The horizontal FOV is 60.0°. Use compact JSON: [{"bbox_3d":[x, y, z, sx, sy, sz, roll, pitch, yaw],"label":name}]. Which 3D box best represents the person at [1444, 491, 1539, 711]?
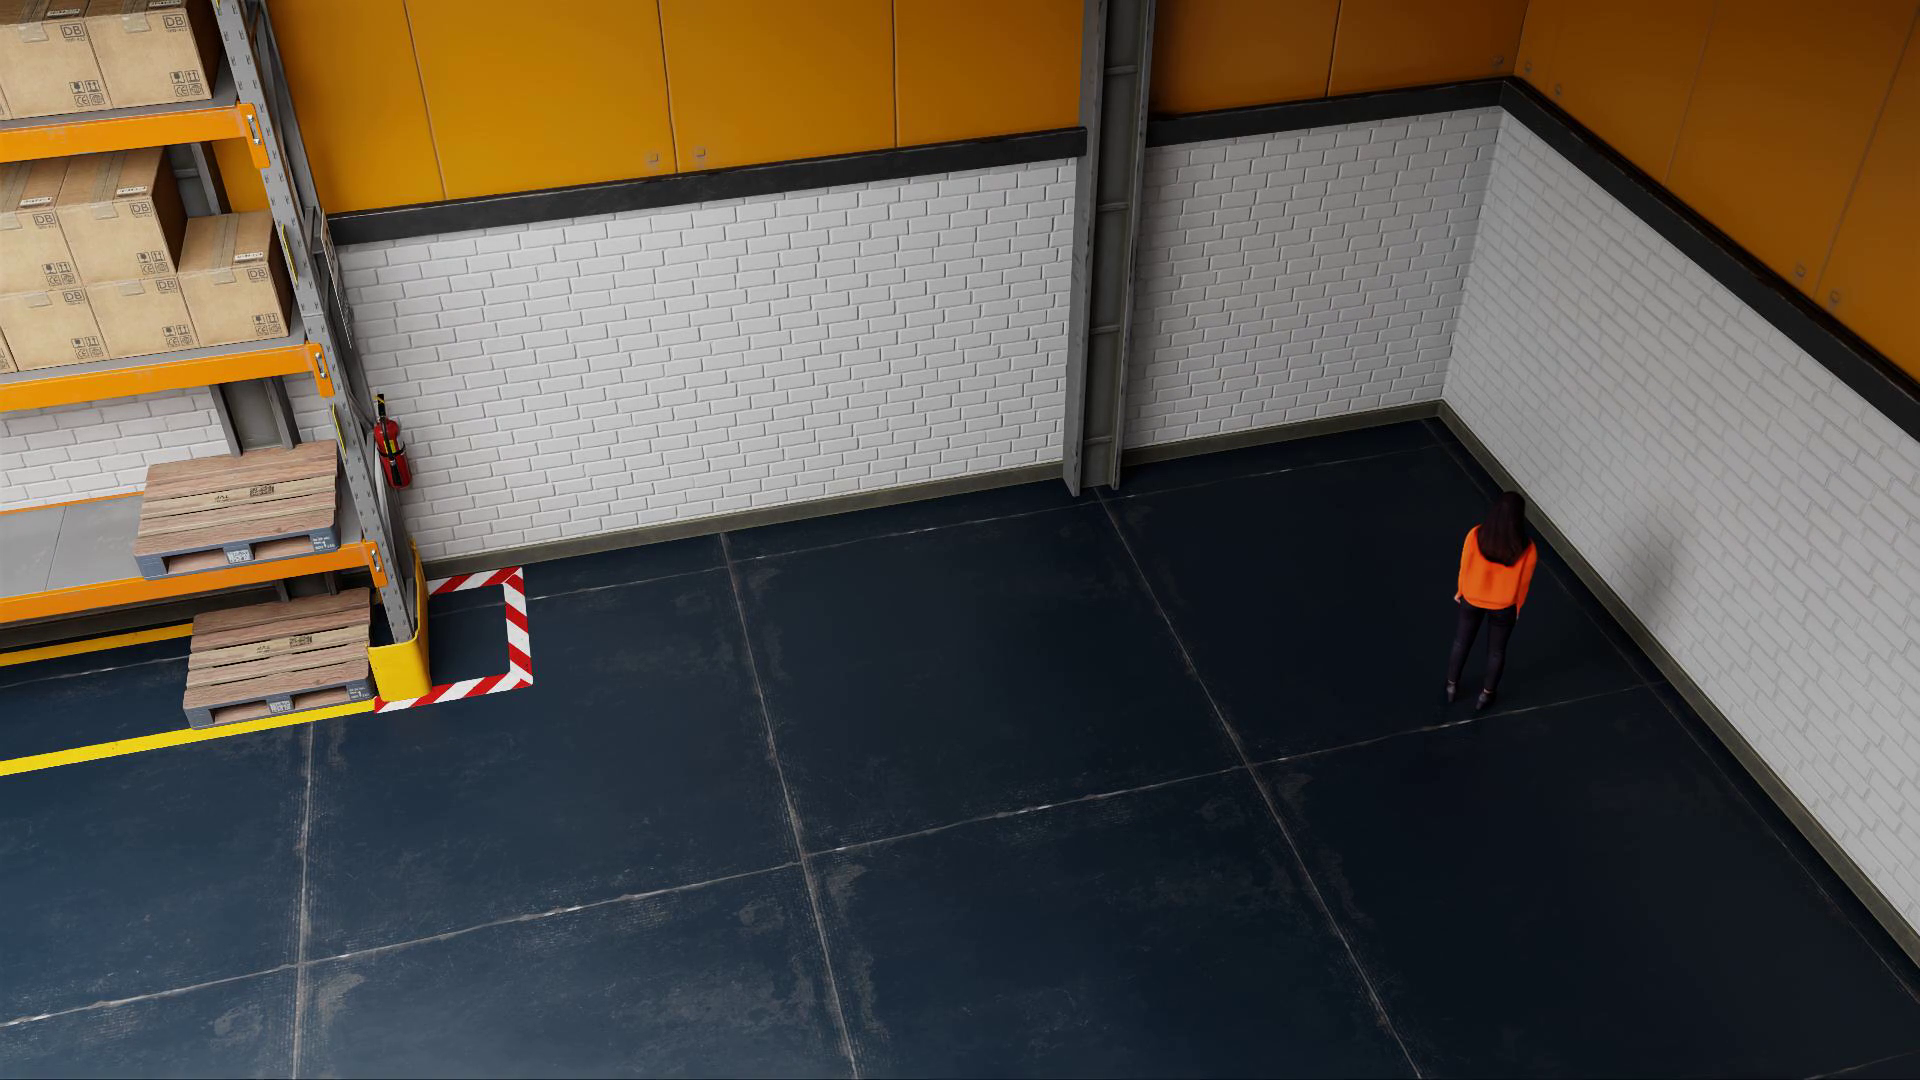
[{"bbox_3d":[3.488,0.411,10.962,0.699,1.749,0.761,19,42,22],"label":"person"}]
